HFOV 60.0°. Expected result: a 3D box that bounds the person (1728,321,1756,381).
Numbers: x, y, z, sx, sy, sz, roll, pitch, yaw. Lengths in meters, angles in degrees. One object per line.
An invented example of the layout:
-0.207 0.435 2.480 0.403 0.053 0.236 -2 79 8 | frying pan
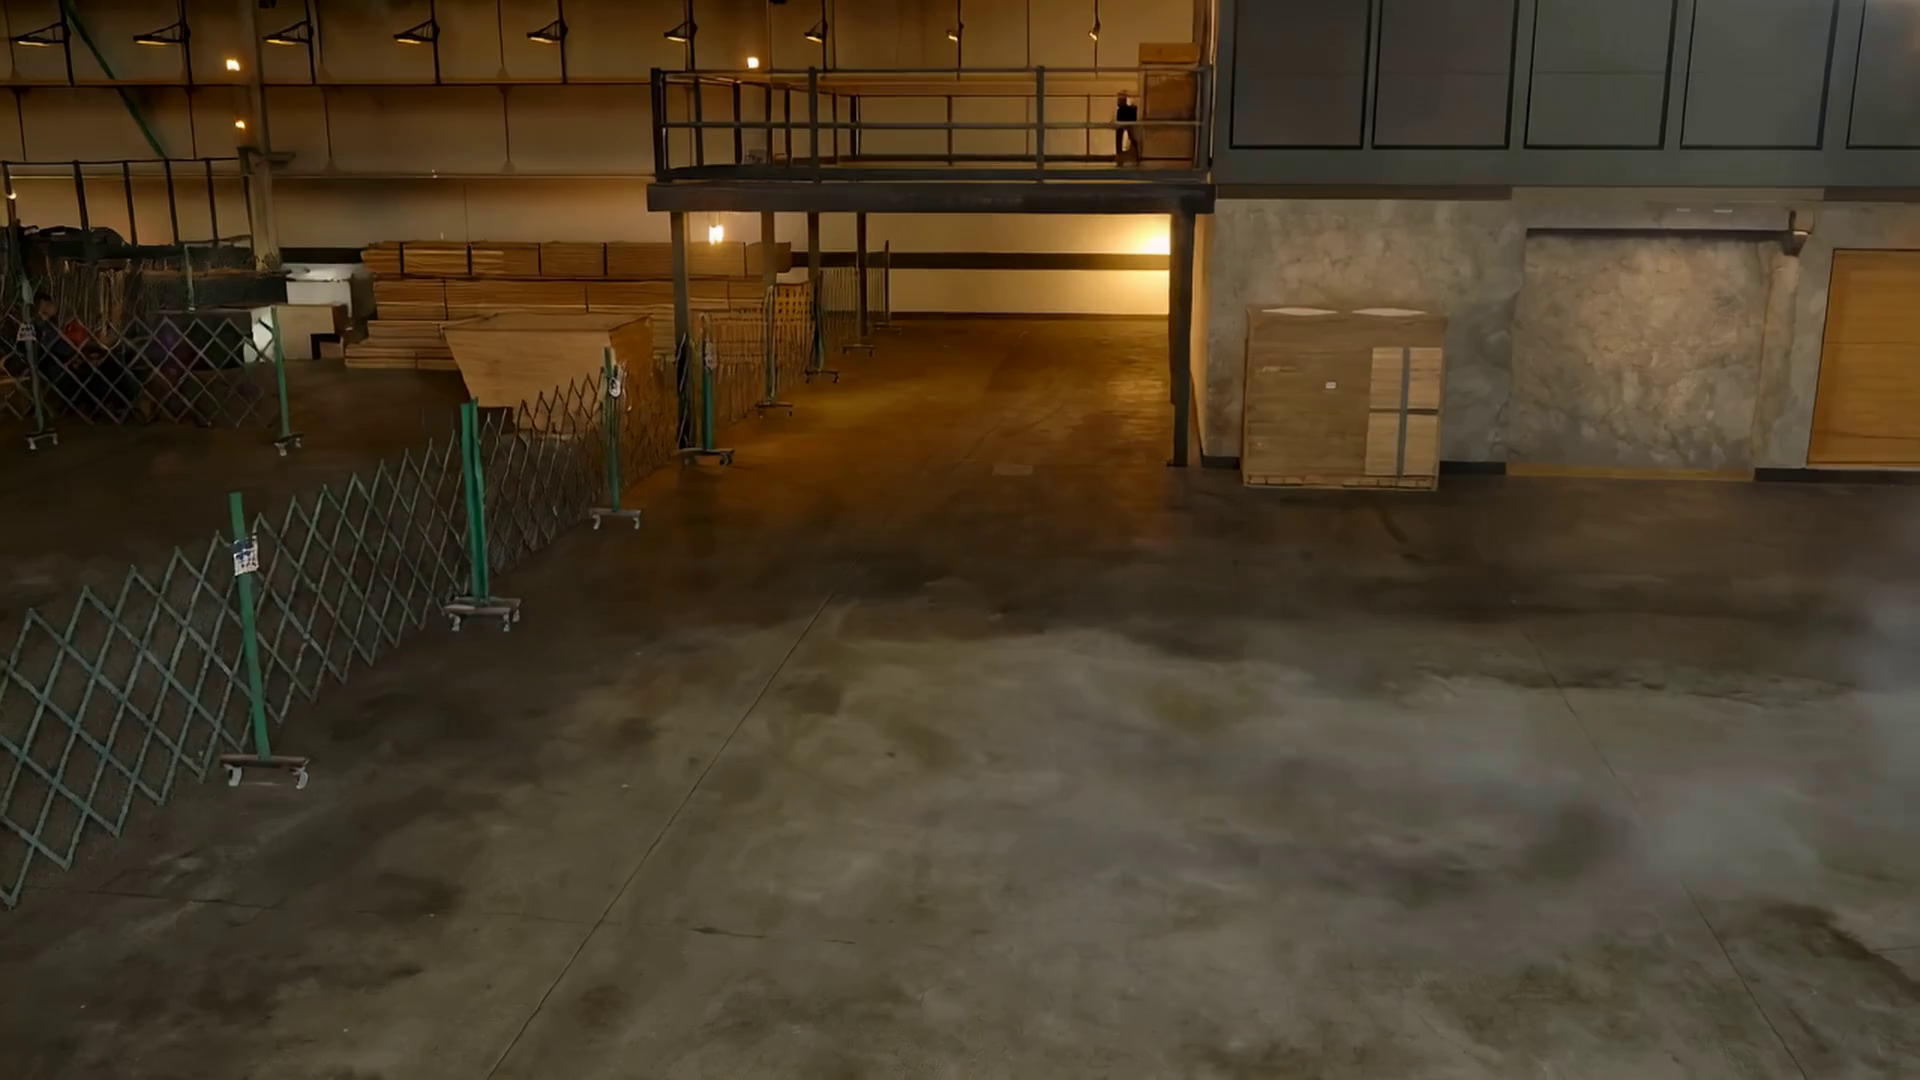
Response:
8.423 -1.702 17.830 0.791 1.879 0.657 1 14 5 | person
